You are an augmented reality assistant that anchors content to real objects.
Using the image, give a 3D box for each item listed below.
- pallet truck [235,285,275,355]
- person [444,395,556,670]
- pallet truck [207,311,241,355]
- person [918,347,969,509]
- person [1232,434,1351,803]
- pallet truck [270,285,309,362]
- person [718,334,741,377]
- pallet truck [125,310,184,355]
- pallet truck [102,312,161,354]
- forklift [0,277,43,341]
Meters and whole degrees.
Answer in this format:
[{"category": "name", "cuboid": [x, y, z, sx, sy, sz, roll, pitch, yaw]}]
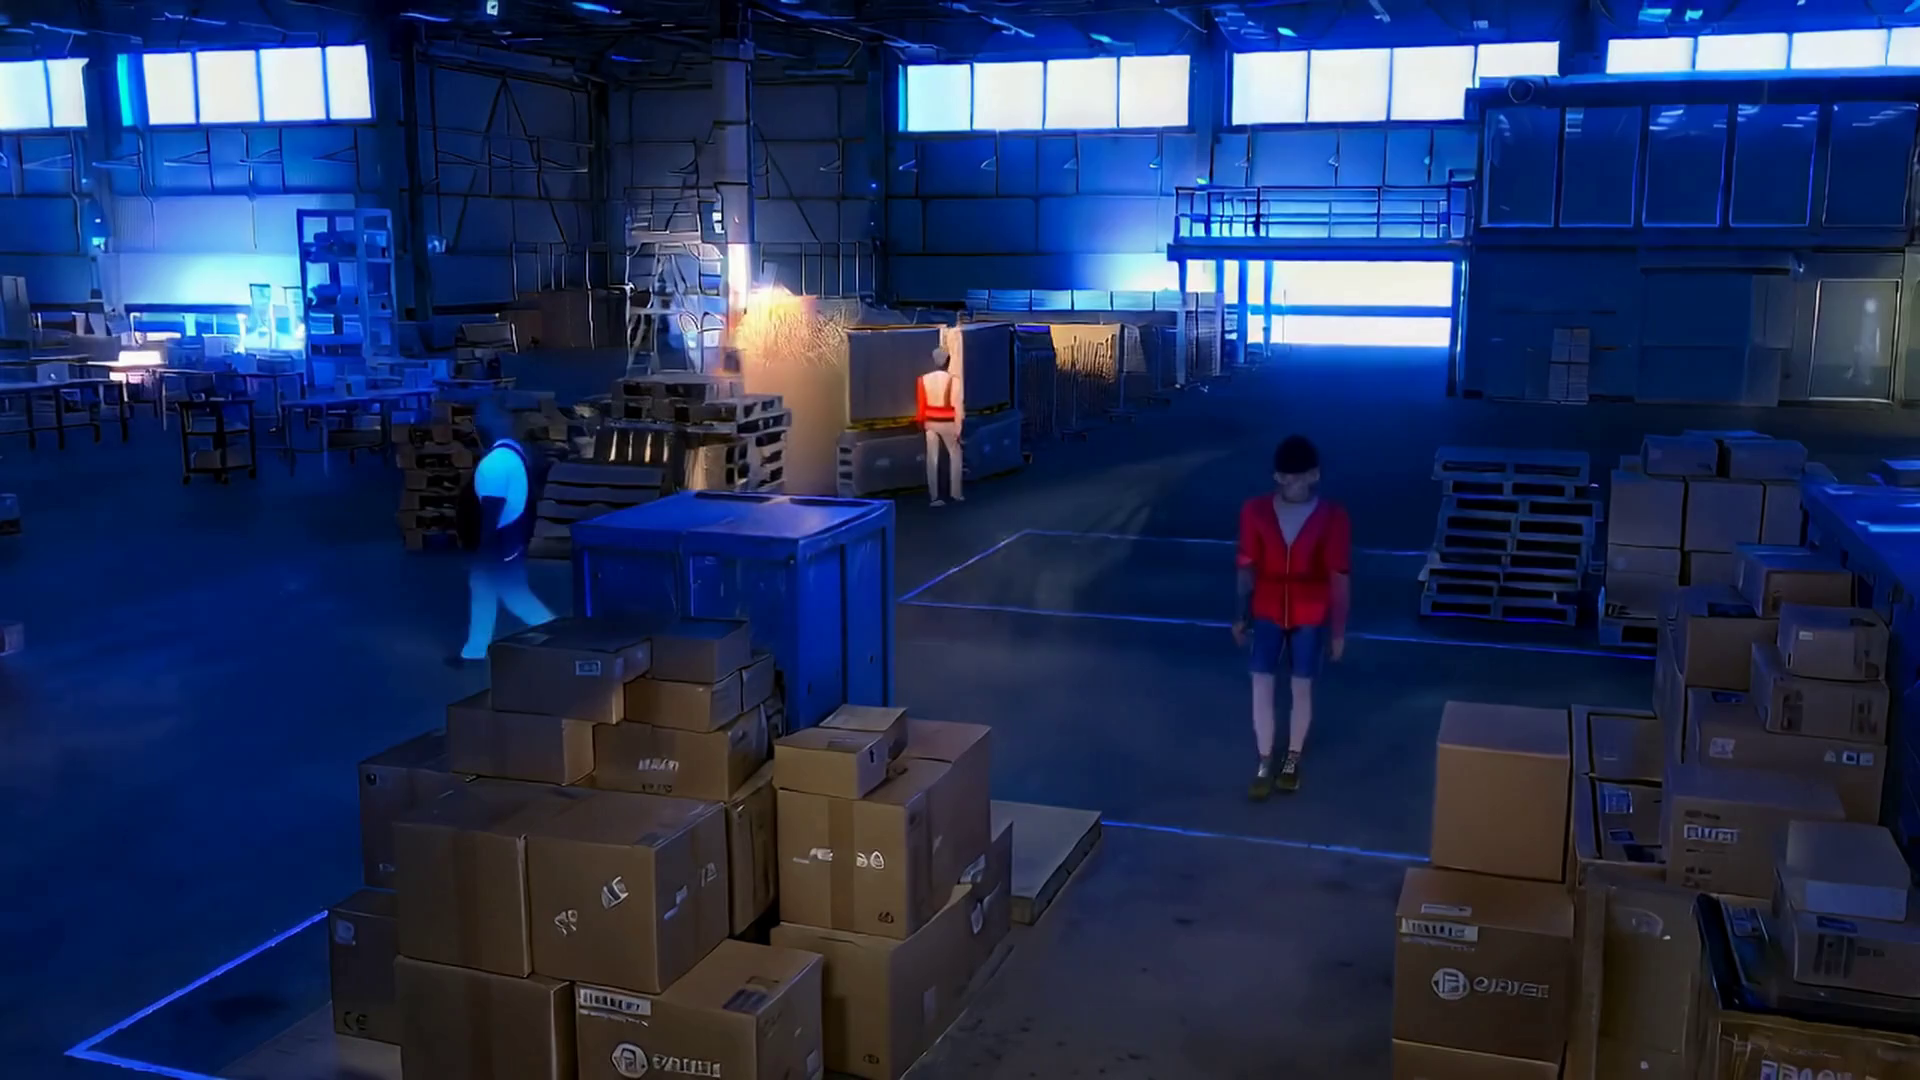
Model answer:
[{"category": "pallet truck", "cuboid": [-18.327, -5.835, 44.421, 0.823, 1.965, 1.885, 4, 11, 23]}, {"category": "person", "cuboid": [-3.186, -0.057, 11.759, 0.962, 2.000, 0.688, -1, 10, -8]}, {"category": "pallet truck", "cuboid": [-19.537, -5.575, 44.913, 0.653, 1.274, 1.630, 3, 11, 19]}, {"category": "person", "cuboid": [-0.161, -1.305, 19.284, 0.606, 1.859, 0.775, 5, 11, 26]}, {"category": "person", "cuboid": [1.777, 0.439, 9.013, 0.647, 2.020, 0.719, 4, 11, 19]}, {"category": "pallet truck", "cuboid": [-17.147, -5.700, 43.663, 0.823, 1.965, 1.885, 3, 11, 17]}, {"category": "person", "cuboid": [-3.375, -2.098, 24.031, 0.489, 1.750, 0.554, -6, 12, -32]}, {"category": "pallet truck", "cuboid": [-22.038, -5.665, 45.457, 0.704, 1.261, 1.522, 3, 11, 17]}, {"category": "pallet truck", "cuboid": [-23.057, -5.777, 46.261, 0.680, 1.201, 1.601, 3, 11, 19]}, {"category": "forklift", "cuboid": [-27.151, -6.329, 46.328, 1.157, 1.987, 2.680, 3, 11, 17]}]
